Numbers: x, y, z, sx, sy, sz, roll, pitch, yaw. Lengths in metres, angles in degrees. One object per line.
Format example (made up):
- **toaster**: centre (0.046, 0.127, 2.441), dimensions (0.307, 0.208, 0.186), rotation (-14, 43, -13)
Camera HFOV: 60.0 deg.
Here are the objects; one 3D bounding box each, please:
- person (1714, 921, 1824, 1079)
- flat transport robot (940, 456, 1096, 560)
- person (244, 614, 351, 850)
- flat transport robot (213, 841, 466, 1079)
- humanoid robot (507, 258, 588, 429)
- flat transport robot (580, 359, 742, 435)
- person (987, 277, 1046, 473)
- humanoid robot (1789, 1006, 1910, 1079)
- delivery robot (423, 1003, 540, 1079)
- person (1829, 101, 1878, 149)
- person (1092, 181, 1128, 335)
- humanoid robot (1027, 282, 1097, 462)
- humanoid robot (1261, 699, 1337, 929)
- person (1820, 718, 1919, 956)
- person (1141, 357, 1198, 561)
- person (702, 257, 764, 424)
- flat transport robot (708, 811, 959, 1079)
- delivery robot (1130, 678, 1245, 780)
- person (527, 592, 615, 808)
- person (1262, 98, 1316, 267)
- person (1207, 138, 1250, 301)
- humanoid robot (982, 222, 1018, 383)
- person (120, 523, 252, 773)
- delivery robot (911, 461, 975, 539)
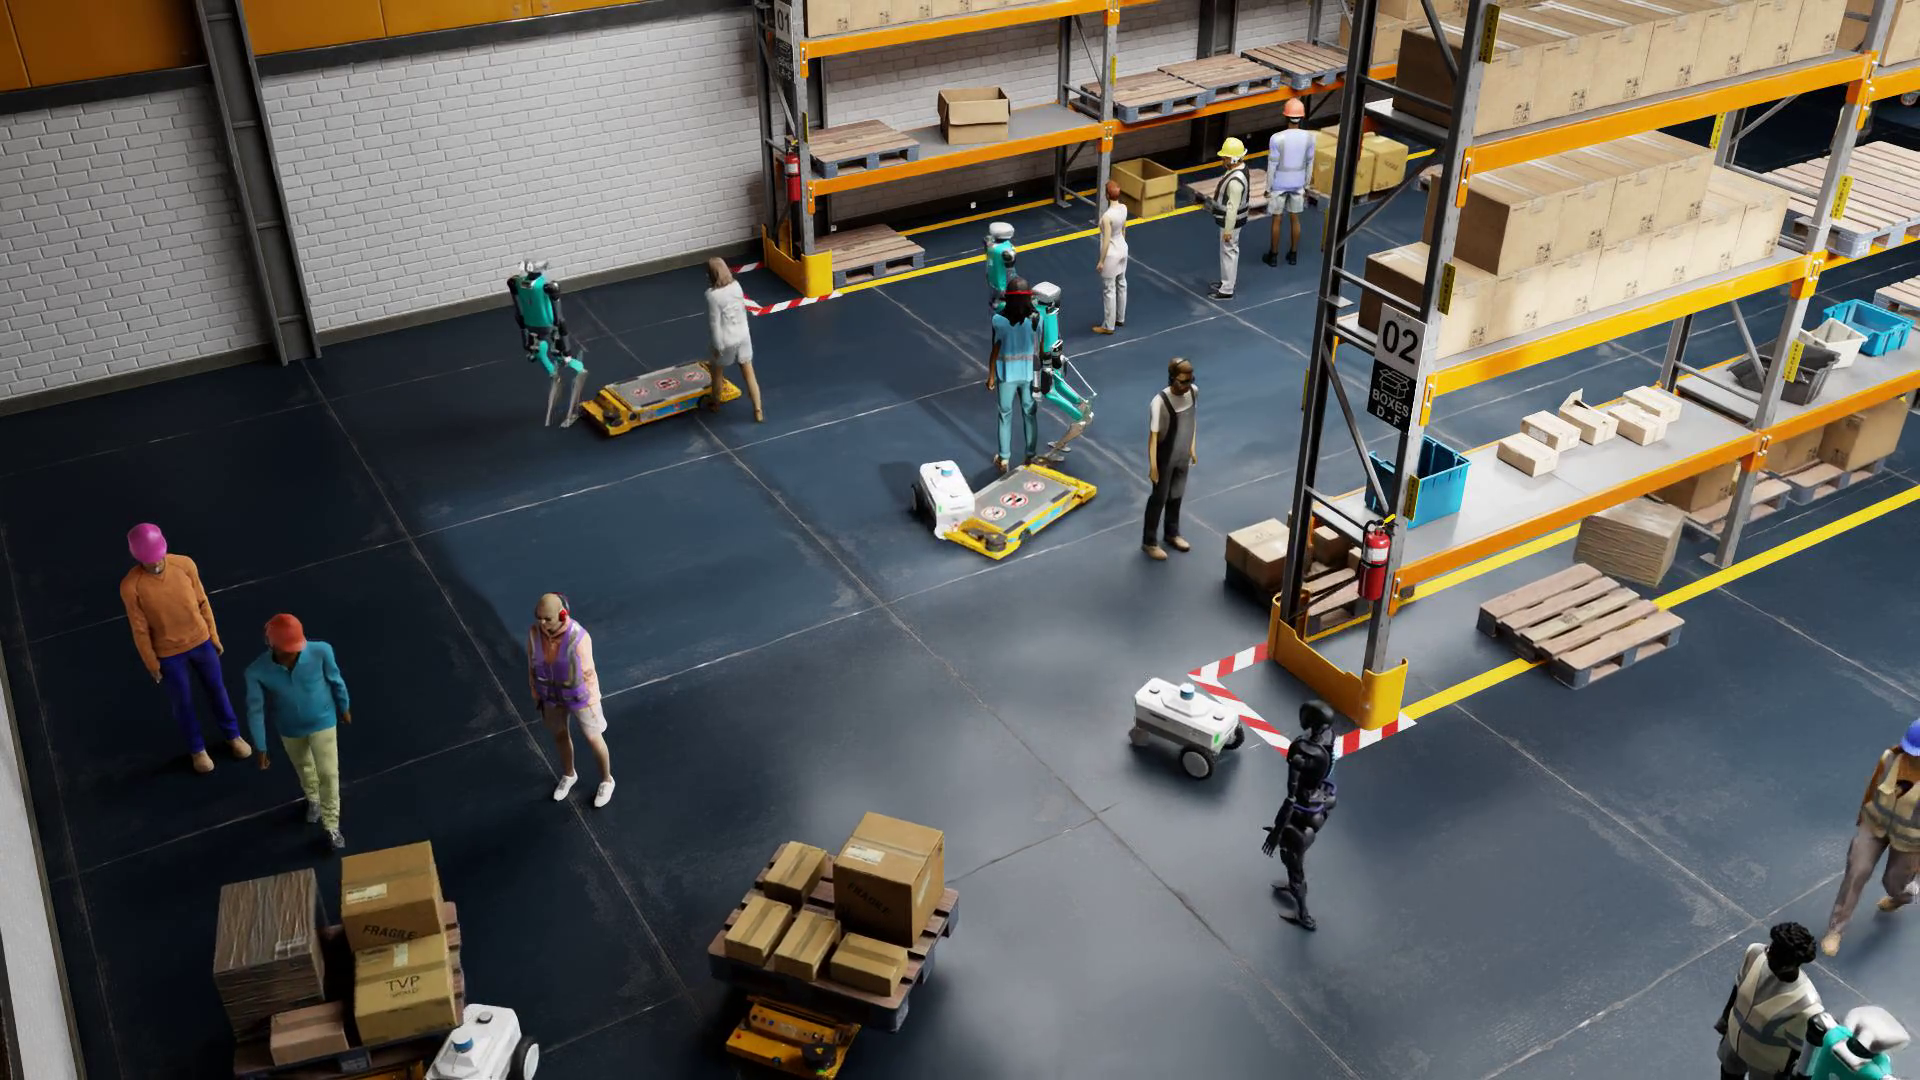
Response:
- **person**: centre (4.118, 2.612, 8.581), dimensions (0.319, 1.691, 0.535), rotation (-8, 33, -13)
- **flat transport robot**: centre (0.514, -0.292, 14.550), dimensions (0.659, 0.231, 1.431), rotation (23, 39, 32)
- **person**: centre (-4.262, 1.206, 10.779), dimensions (0.611, 1.717, 0.693), rotation (-9, 33, -14)
- **flat transport robot**: centre (-3.456, 2.818, 9.590), dimensions (0.659, 0.231, 1.431), rotation (-9, 33, -15)
- **humanoid robot**: centre (-3.803, -1.853, 15.705), dimensions (0.547, 1.851, 0.684), rotation (12, 34, 19)
- **flat transport robot**: centre (-2.935, -1.414, 16.339), dimensions (1.431, 0.231, 0.659), rotation (-21, 38, -29)
- **person**: centre (0.514, -1.464, 14.914), dimensions (0.541, 1.865, 0.375), rotation (-3, 32, -5)
- **humanoid robot**: centre (4.328, 2.910, 8.091), dimensions (0.664, 1.832, 0.540), rotation (-12, 34, -19)
- **delivery robot**: centre (-2.679, 2.922, 9.173), dimensions (0.510, 0.614, 0.785), rotation (6, 33, 9)
- **person**: centre (10.697, -4.682, 20.070), dimensions (0.568, 1.840, 0.373), rotation (-18, 36, -26)
- **person**: centre (1.591, -2.974, 17.517), dimensions (0.290, 1.657, 0.451), rotation (22, 38, 31)
- **humanoid robot**: centre (0.950, -1.469, 14.919), dimensions (0.735, 1.677, 0.533), rotation (16, 35, 24)
- **humanoid robot**: centre (2.084, 1.657, 10.122), dimensions (0.436, 1.648, 0.584), rotation (21, 38, 30)
- **person**: centre (5.637, 1.712, 9.950), dimensions (0.697, 1.752, 0.481), rotation (-23, 39, -32)
- **person**: centre (1.741, -0.679, 13.699), dimensions (0.506, 1.836, 0.332), rotation (-24, 39, -33)
- **person**: centre (-2.185, -1.911, 15.859), dimensions (0.749, 1.616, 0.510), rotation (26, 41, 35)
- **flat transport robot**: centre (-0.775, 2.586, 9.960), dimensions (0.659, 0.231, 1.431), rotation (12, 34, 18)
- **delivery robot**: centre (1.587, 1.278, 11.768), dimensions (0.765, 0.586, 0.499), rotation (21, 38, 30)
- **person**: centre (-2.611, 1.053, 11.073), dimensions (0.486, 1.685, 0.355), rotation (7, 33, 11)
- **person**: centre (3.739, -4.084, 19.031), dimensions (0.550, 1.932, 0.375), rotation (-5, 32, -8)
- **person**: centre (2.951, -3.517, 18.235), dimensions (0.403, 1.824, 0.594), rotation (7, 33, 11)
- **humanoid robot**: centre (0.627, -2.284, 16.427), dimensions (0.785, 1.858, 0.530), rotation (-15, 35, -23)
- **person**: centre (-5.317, 0.720, 11.341), dimensions (0.516, 1.972, 0.404), rotation (-27, 41, -36)
- **delivery robot**: centre (-0.109, -0.389, 14.432), dimensions (0.522, 0.591, 0.763), rotation (-8, 33, -12)
